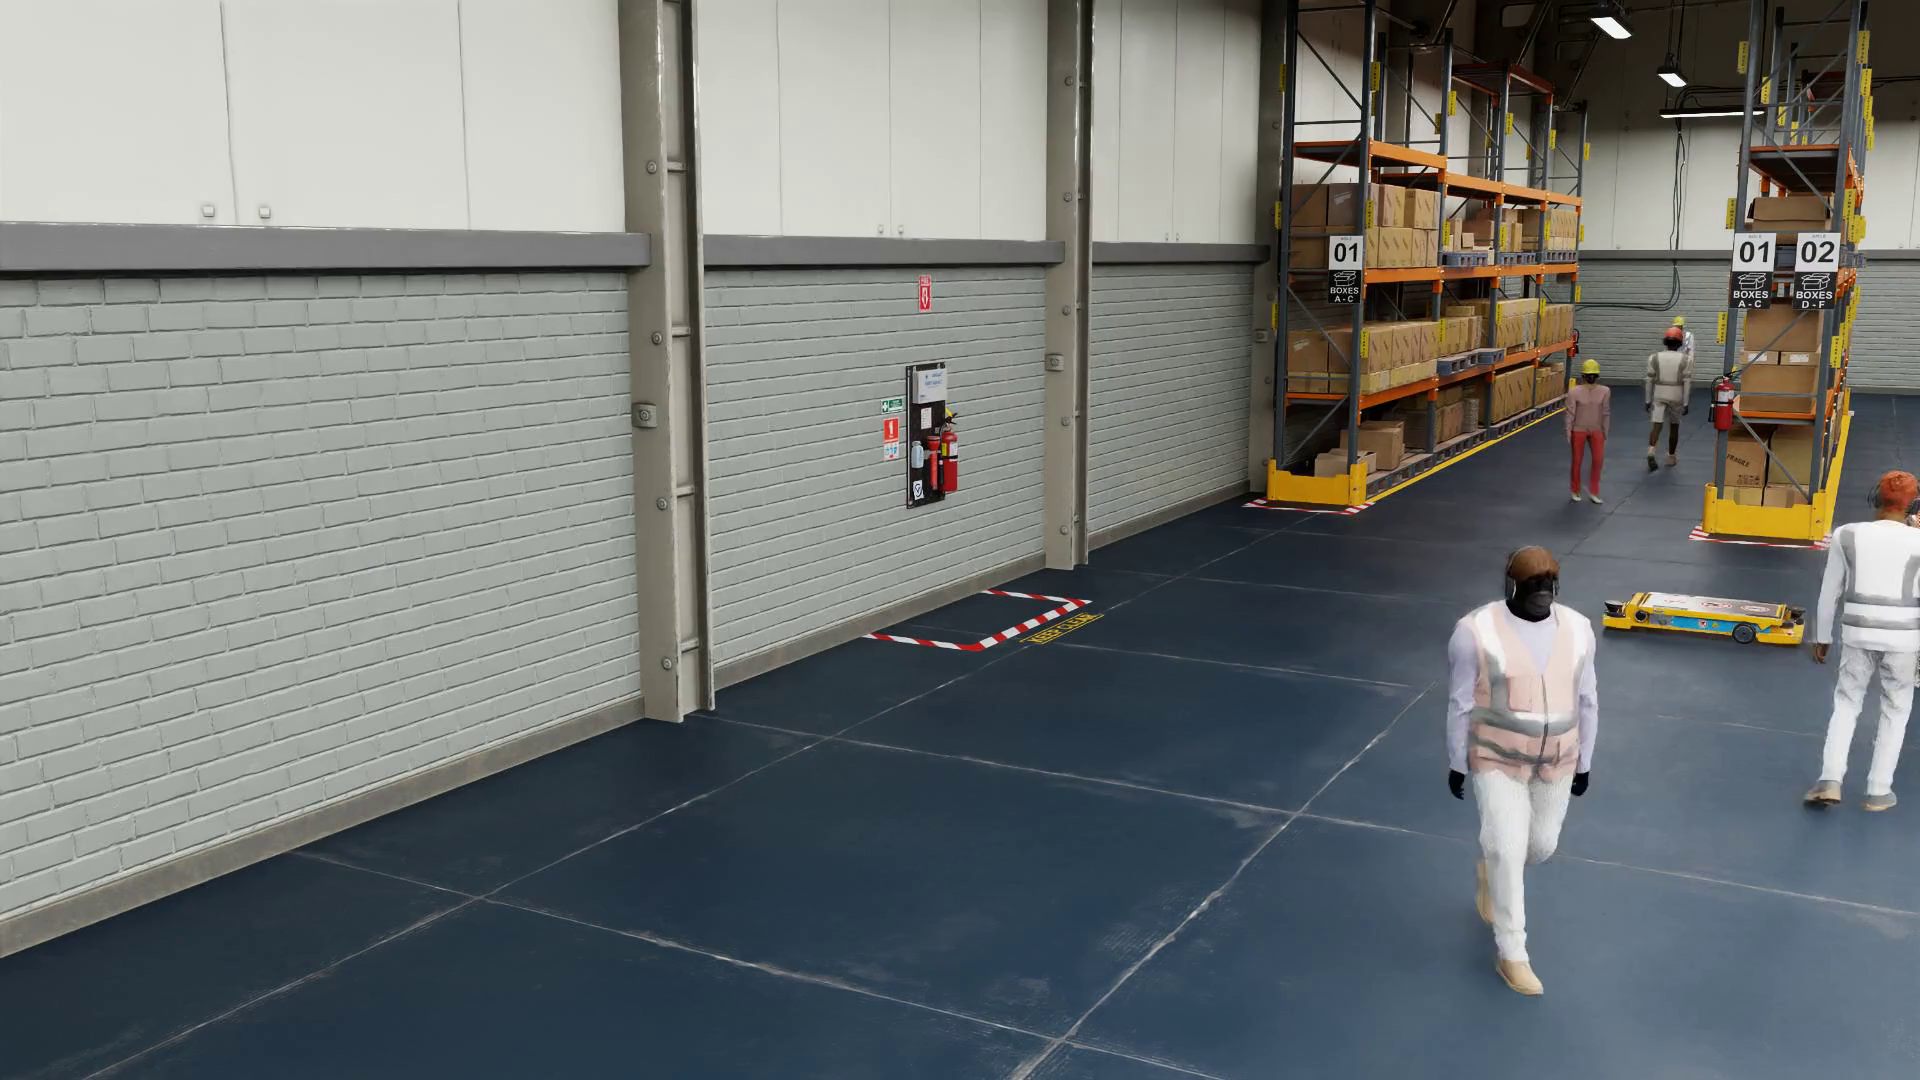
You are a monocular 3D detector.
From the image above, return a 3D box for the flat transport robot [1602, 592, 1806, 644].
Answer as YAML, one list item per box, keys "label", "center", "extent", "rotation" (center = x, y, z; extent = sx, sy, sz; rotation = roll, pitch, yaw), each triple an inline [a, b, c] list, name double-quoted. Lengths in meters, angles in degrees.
- label: "flat transport robot"
  center: [5.934, 0.605, 13.273]
  extent: [1.431, 0.197, 0.652]
  rotation: [5, 11, 28]

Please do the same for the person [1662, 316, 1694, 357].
- label: "person"
  center: [14.443, -3.608, 33.501]
  extent: [0.591, 1.794, 0.898]
  rotation: [4, 11, 23]

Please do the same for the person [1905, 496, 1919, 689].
- label: "person"
  center: [6.577, 0.275, 11.296]
  extent: [0.534, 1.595, 0.831]
  rotation: [8, 13, 39]

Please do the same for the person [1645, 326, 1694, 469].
- label: "person"
  center: [9.968, -2.000, 23.456]
  extent: [0.616, 2.015, 0.950]
  rotation: [7, 12, 35]

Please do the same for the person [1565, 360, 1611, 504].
- label: "person"
  center: [7.614, -1.305, 20.151]
  extent: [0.546, 1.737, 0.725]
  rotation: [1, 10, 6]

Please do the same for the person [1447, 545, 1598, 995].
- label: "person"
  center: [2.349, 0.902, 7.024]
  extent: [0.631, 1.819, 0.804]
  rotation: [-1, 10, -5]

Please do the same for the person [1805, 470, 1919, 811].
- label: "person"
  center: [4.913, 0.561, 8.953]
  extent: [0.627, 1.851, 0.640]
  rotation: [8, 13, 41]
